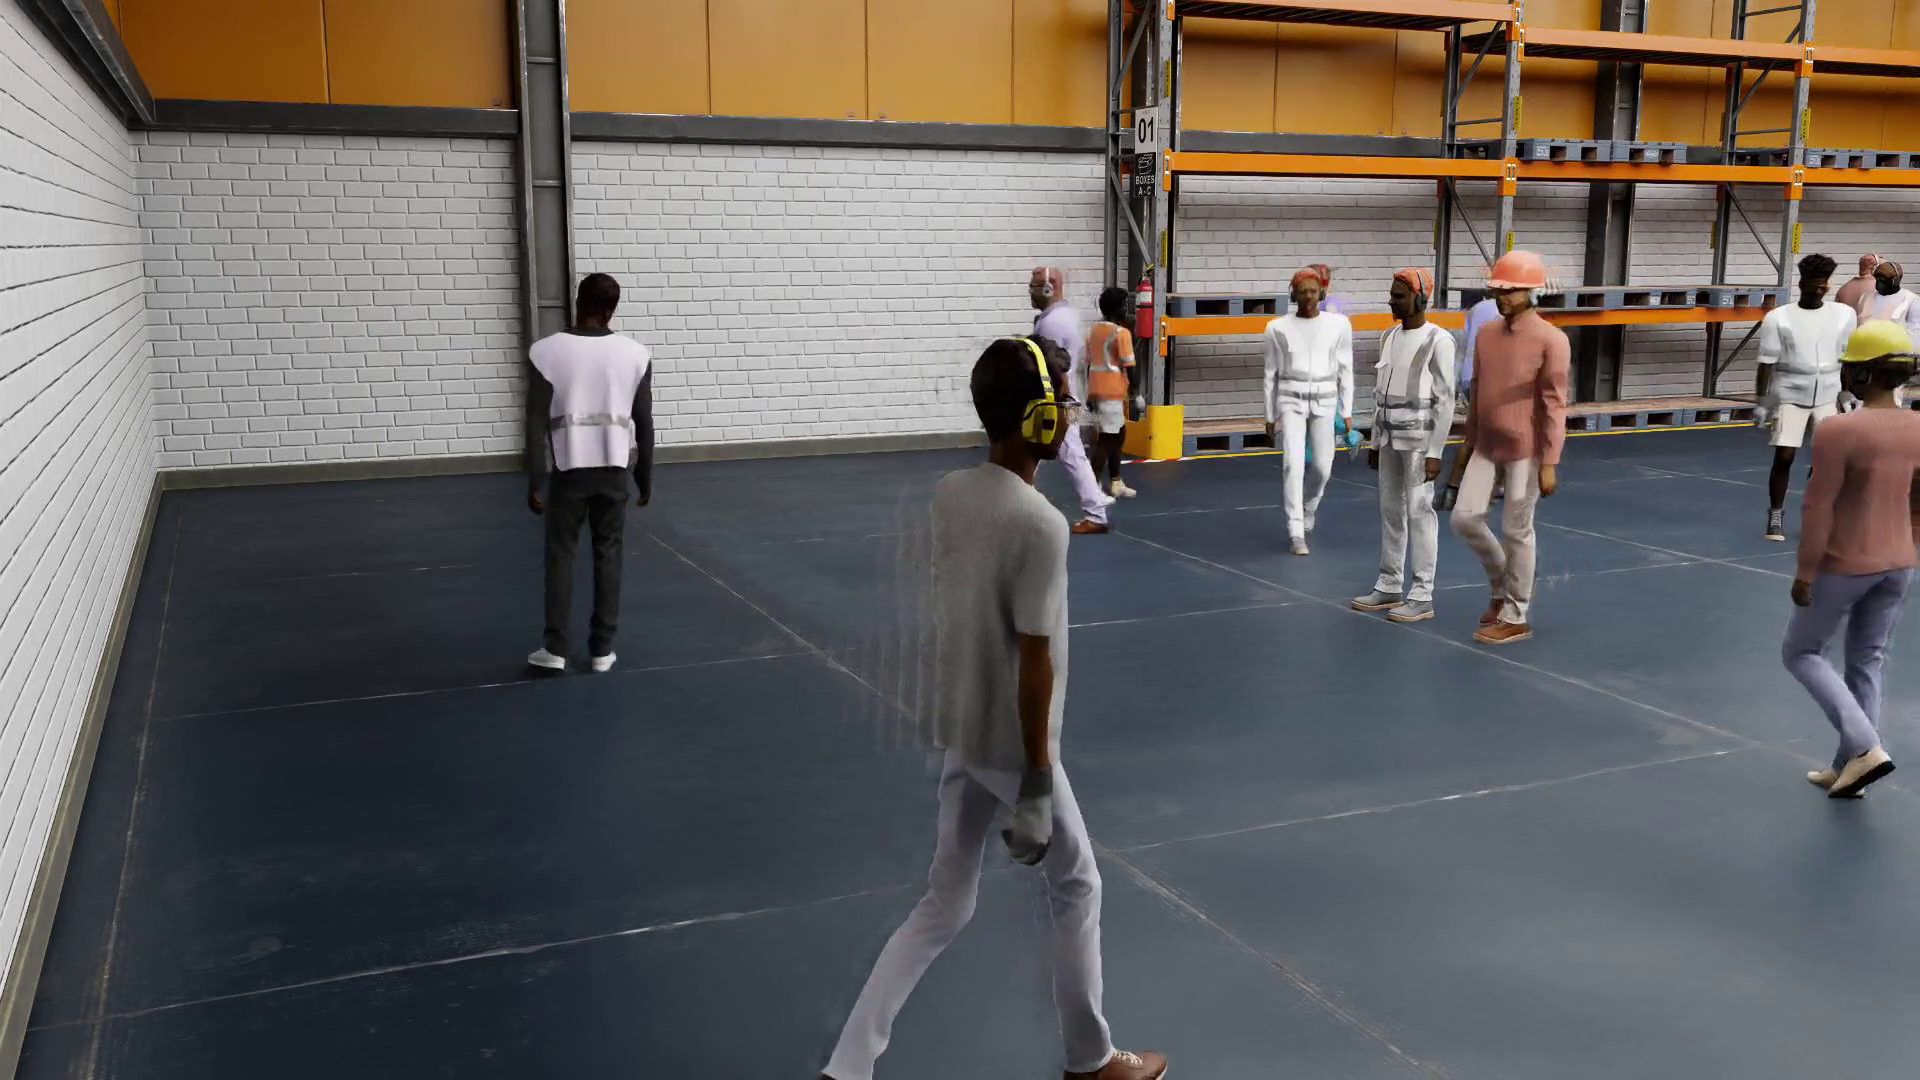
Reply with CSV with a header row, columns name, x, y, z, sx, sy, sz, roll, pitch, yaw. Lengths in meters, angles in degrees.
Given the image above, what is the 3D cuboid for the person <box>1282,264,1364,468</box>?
name,x,y,z,sx,sy,sz,roll,pitch,yaw
person,3.241,-1.532,14.776,0.624,1.831,0.587,-1,10,-7

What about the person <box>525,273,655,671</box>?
name,x,y,z,sx,sy,sz,roll,pitch,yaw
person,-1.741,-0.321,7.904,0.624,1.873,0.457,-4,11,-22

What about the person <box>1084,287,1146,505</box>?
name,x,y,z,sx,sy,sz,roll,pitch,yaw
person,1.221,-1.106,12.851,0.660,1.677,0.547,-4,11,-21

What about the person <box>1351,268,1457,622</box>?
name,x,y,z,sx,sy,sz,roll,pitch,yaw
person,2.395,-0.509,8.937,0.350,1.882,0.583,-4,11,-23

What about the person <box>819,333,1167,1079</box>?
name,x,y,z,sx,sy,sz,roll,pitch,yaw
person,0.044,0.456,3.705,0.927,1.833,0.535,-7,12,-33

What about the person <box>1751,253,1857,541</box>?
name,x,y,z,sx,sy,sz,roll,pitch,yaw
person,5.686,-0.953,11.229,0.637,1.944,0.478,2,10,9

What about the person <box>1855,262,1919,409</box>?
name,x,y,z,sx,sy,sz,roll,pitch,yaw
person,8.484,-1.634,15.338,0.430,1.838,0.620,-6,12,-31

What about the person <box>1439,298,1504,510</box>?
name,x,y,z,sx,sy,sz,roll,pitch,yaw
person,4.010,-1.163,12.555,0.886,1.880,0.562,-3,11,-17

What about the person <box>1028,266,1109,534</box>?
name,x,y,z,sx,sy,sz,roll,pitch,yaw
person,0.588,-0.955,11.494,0.989,1.851,0.668,1,10,4

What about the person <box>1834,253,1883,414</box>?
name,x,y,z,sx,sy,sz,roll,pitch,yaw
person,9.290,-1.985,17.088,0.403,1.911,0.637,-3,11,-17

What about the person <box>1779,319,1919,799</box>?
name,x,y,z,sx,sy,sz,roll,pitch,yaw
person,3.229,0.094,5.945,0.538,1.753,0.409,-3,11,-16

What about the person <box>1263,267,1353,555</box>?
name,x,y,z,sx,sy,sz,roll,pitch,yaw
person,2.290,-0.868,11.014,0.580,1.864,0.805,1,10,4

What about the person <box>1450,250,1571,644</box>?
name,x,y,z,sx,sy,sz,roll,pitch,yaw
person,2.746,-0.450,8.327,0.428,1.978,0.640,-5,11,-26
